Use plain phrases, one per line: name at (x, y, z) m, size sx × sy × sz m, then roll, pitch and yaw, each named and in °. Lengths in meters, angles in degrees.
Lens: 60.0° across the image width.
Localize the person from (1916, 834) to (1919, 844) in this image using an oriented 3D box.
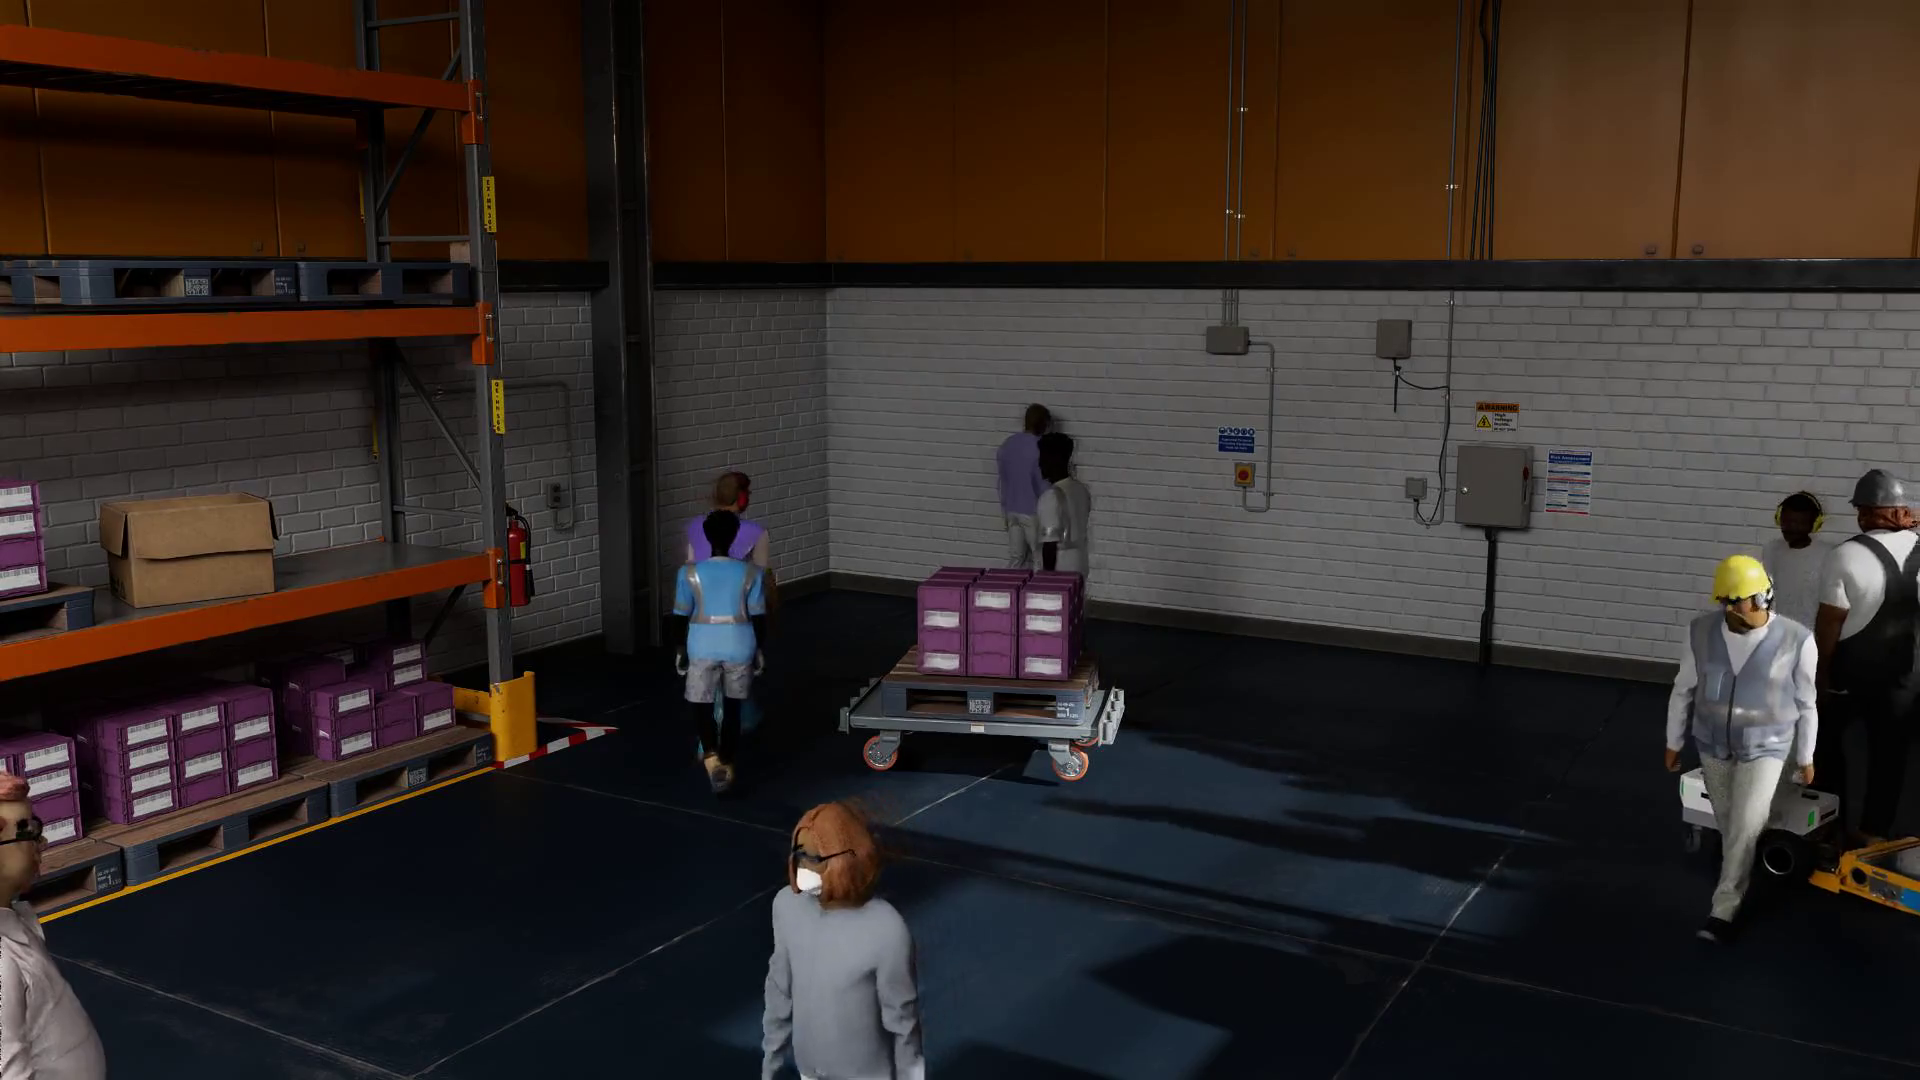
person at (5.028, 0.901, 8.089) m, size 0.892 × 1.715 × 0.520 m, roll 4°, pitch 10°, yaw 23°

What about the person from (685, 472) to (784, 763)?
person at (-1.429, 0.469, 10.505) m, size 0.587 × 1.788 × 1.015 m, roll 4°, pitch 10°, yaw 26°

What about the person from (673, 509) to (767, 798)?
person at (-1.383, 0.662, 9.645) m, size 0.543 × 1.675 × 0.696 m, roll -2°, pitch 9°, yaw -12°

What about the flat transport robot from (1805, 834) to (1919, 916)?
flat transport robot at (4.771, 1.664, 7.741) m, size 0.652 × 0.197 × 1.431 m, roll -5°, pitch 10°, yaw -27°

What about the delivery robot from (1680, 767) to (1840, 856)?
delivery robot at (4.081, 1.351, 8.520) m, size 0.477 × 0.478 × 0.707 m, roll -8°, pitch 12°, yaw -40°

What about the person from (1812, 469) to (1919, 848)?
person at (4.771, 0.628, 8.704) m, size 0.700 × 2.000 × 0.538 m, roll 0°, pitch 9°, yaw 1°

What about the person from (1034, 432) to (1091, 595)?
person at (0.716, 0.227, 11.462) m, size 0.457 × 1.953 × 0.602 m, roll 6°, pitch 11°, yaw 32°

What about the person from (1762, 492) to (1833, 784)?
person at (4.786, 0.616, 9.515) m, size 0.985 × 1.811 × 0.634 m, roll -4°, pitch 10°, yaw -26°

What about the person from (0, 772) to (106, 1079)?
person at (-2.196, 1.469, 3.867) m, size 0.409 × 1.907 × 0.651 m, roll -8°, pitch 12°, yaw -39°

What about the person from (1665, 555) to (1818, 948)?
person at (3.628, 0.927, 7.738) m, size 0.619 × 1.776 × 0.975 m, roll 8°, pitch 12°, yaw 43°

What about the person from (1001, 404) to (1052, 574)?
person at (0.592, -0.202, 14.295) m, size 0.413 × 1.918 × 0.673 m, roll -8°, pitch 12°, yaw -40°

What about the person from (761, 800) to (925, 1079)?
person at (-0.296, 1.488, 4.719) m, size 0.509 × 1.599 × 0.804 m, roll 7°, pitch 12°, yaw 39°
